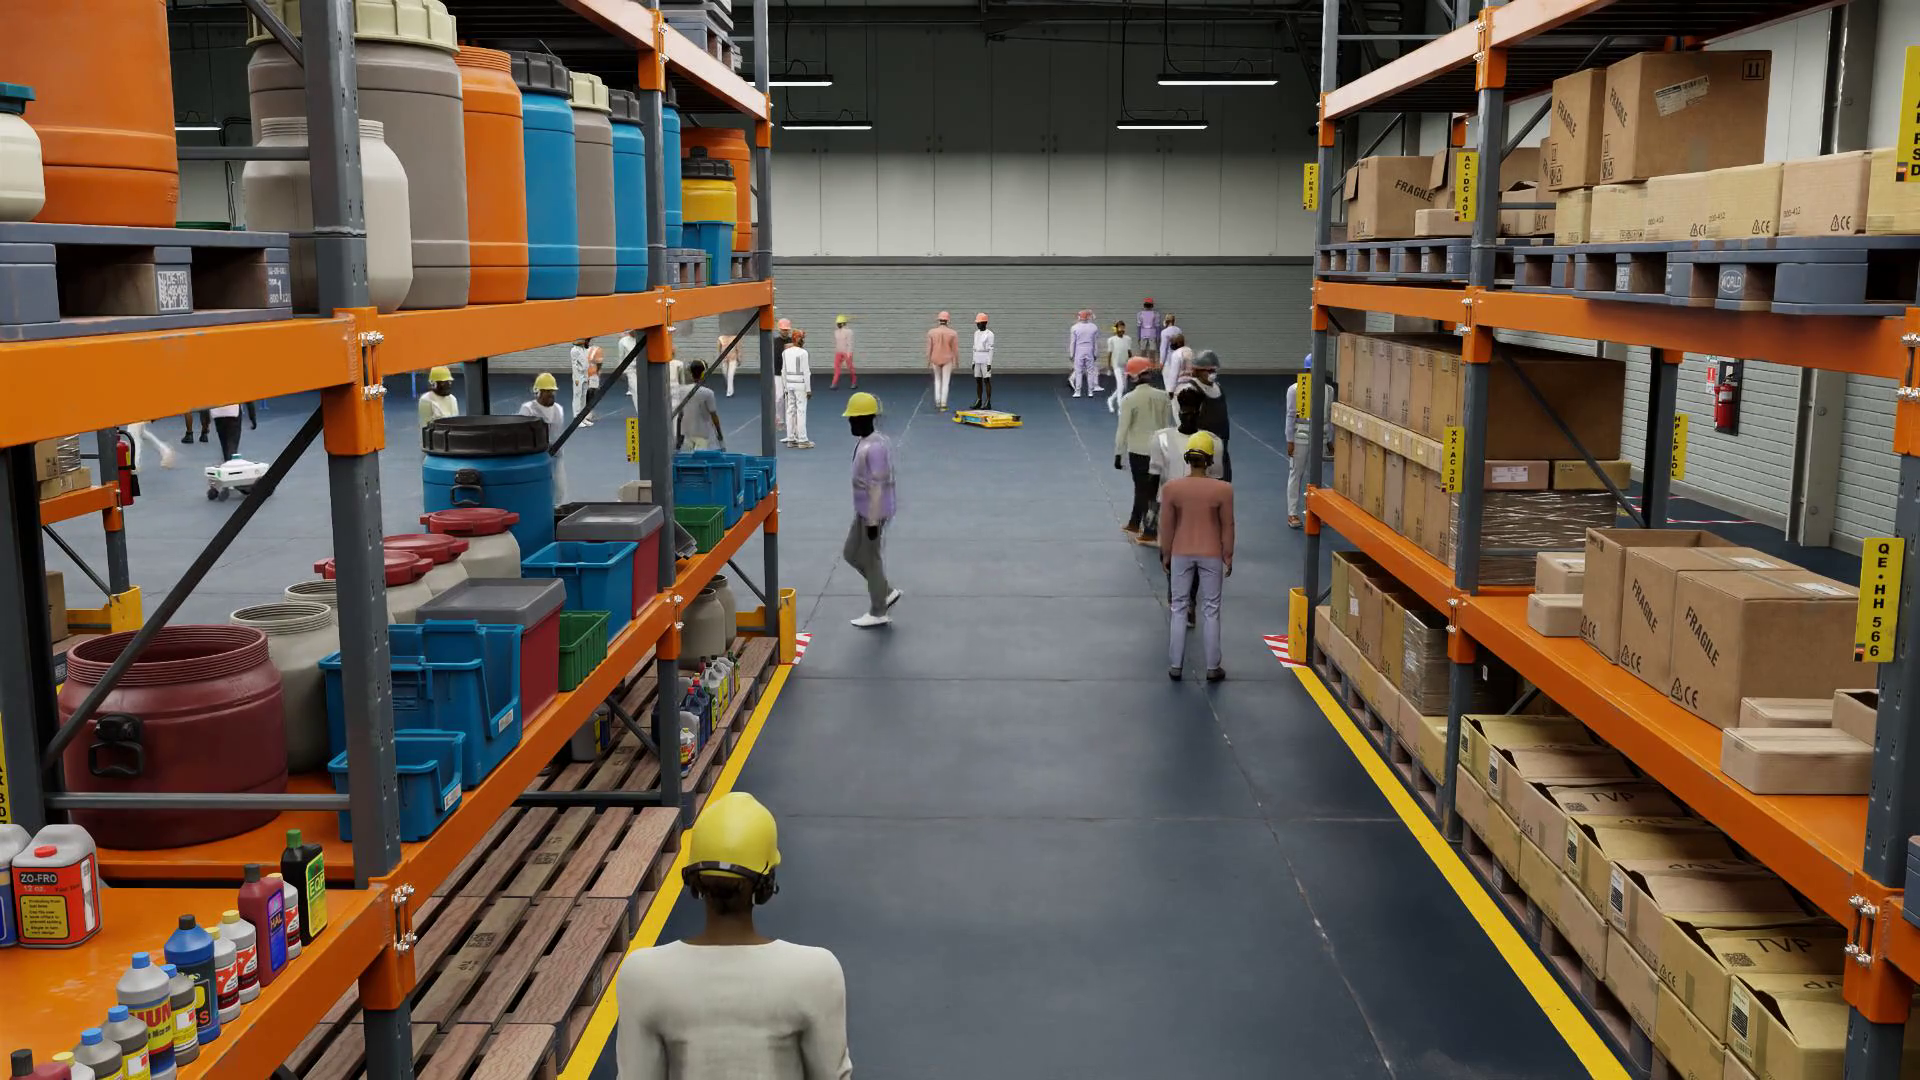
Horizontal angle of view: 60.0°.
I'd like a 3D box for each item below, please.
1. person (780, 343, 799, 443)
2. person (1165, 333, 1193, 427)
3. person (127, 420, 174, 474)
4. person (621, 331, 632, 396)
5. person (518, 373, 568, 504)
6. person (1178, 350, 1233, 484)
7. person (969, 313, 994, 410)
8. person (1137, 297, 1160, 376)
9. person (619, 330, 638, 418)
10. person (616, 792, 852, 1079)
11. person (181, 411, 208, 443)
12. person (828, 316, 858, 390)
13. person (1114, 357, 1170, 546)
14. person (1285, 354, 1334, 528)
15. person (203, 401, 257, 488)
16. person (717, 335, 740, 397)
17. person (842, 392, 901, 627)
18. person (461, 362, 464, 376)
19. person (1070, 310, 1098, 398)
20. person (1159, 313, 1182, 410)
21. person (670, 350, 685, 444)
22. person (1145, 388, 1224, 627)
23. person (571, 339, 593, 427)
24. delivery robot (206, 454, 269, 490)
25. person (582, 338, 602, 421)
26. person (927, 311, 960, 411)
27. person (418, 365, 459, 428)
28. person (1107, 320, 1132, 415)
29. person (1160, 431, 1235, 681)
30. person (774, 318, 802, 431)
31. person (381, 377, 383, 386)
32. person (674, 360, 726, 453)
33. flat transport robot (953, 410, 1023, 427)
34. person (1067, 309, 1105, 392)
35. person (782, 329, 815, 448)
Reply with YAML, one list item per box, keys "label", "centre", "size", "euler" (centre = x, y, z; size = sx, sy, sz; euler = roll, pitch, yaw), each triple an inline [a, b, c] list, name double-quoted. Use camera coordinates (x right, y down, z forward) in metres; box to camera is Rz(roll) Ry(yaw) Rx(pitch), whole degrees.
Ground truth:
- label: "person"
  centre: [-2.755, -2.398, 27.217]
  size: [0.307, 1.637, 0.525]
  euler: [-5, 11, -28]
- label: "person"
  centre: [3.607, -2.488, 27.285]
  size: [0.432, 1.812, 0.763]
  euler: [5, 11, 30]
- label: "person"
  centre: [-11.550, -1.861, 23.485]
  size: [0.625, 1.814, 0.827]
  euler: [8, 12, 39]
- label: "person"
  centre: [-7.261, -4.185, 37.132]
  size: [0.637, 1.904, 0.403]
  euler: [-4, 10, -23]
- label: "person"
  centre: [-4.461, -0.884, 17.695]
  size: [0.898, 1.798, 0.587]
  euler: [8, 13, 41]
- label: "person"
  centre: [2.684, -1.045, 18.034]
  size: [0.700, 2.000, 0.629]
  euler: [-8, 13, -41]
- label: "person"
  centre: [0.441, -3.602, 33.529]
  size: [0.354, 1.939, 0.545]
  euler: [-9, 13, -43]
- label: "person"
  centre: [4.935, -5.328, 43.541]
  size: [0.608, 2.048, 0.365]
  euler: [3, 10, 15]
- label: "person"
  centre: [-5.975, -3.140, 30.835]
  size: [0.639, 1.913, 0.455]
  euler: [-2, 10, -15]
- label: "person"
  centre: [-0.511, 1.443, 3.826]
  size: [0.535, 1.767, 0.316]
  euler: [0, 9, -3]
- label: "person"
  centre: [-12.669, -2.575, 27.377]
  size: [0.355, 1.939, 0.543]
  euler: [9, 13, 42]
- label: "person"
  centre: [-2.704, -4.376, 38.835]
  size: [0.541, 1.719, 0.922]
  euler: [6, 11, 32]
- label: "person"
  centre: [1.849, -0.955, 17.615]
  size: [0.642, 1.952, 0.894]
  euler: [-7, 12, -36]
- label: "person"
  centre: [3.918, -1.119, 18.618]
  size: [0.602, 1.949, 0.389]
  euler: [-3, 10, -20]
- label: "person"
  centre: [-9.639, -1.630, 21.950]
  size: [0.614, 1.864, 1.024]
  euler: [-2, 10, -10]
- label: "person"
  centre: [-5.114, -3.995, 36.856]
  size: [0.526, 1.610, 0.750]
  euler: [1, 10, 8]
- label: "person"
  centre: [-0.758, -0.244, 13.484]
  size: [0.413, 1.910, 0.609]
  euler: [-2, 10, -10]
- label: "person"
  centre: [-12.901, -5.226, 43.524]
  size: [0.563, 1.848, 0.390]
  euler: [-3, 10, -19]
- label: "person"
  centre: [2.707, -4.074, 36.469]
  size: [0.638, 1.903, 0.408]
  euler: [-2, 10, -12]
- label: "person"
  centre: [4.272, -3.616, 33.667]
  size: [0.393, 1.930, 0.625]
  euler: [8, 12, 38]
- label: "person"
  centre: [-4.775, -2.394, 27.308]
  size: [0.546, 1.592, 0.842]
  euler: [-4, 10, -21]
- label: "person"
  centre: [1.849, -0.293, 13.672]
  size: [0.630, 1.946, 0.622]
  euler: [2, 10, 13]
- label: "person"
  centre: [-6.840, -2.928, 30.072]
  size: [0.295, 1.744, 0.490]
  euler: [2, 10, 13]
- label: "delivery robot"
  centre: [-9.103, -0.840, 20.963]
  size: [0.477, 0.478, 0.707]
  euler: [7, 12, 38]
- label: "person"
  centre: [-6.953, -3.044, 31.054]
  size: [0.549, 1.641, 0.743]
  euler: [1, 10, 8]
- label: "person"
  centre: [-0.311, -3.579, 33.264]
  size: [0.660, 1.971, 0.713]
  euler: [2, 10, 11]
- label: "person"
  centre: [-5.780, -1.049, 18.589]
  size: [0.429, 1.817, 0.598]
  euler: [4, 10, 23]
- label: "person"
  centre: [3.104, -3.370, 32.433]
  size: [0.524, 1.845, 0.771]
  euler: [-5, 11, -29]
- label: "person"
  centre: [1.678, 0.116, 11.773]
  size: [0.525, 1.769, 0.316]
  euler: [2, 10, 15]
- label: "person"
  centre: [-3.041, -2.893, 29.179]
  size: [0.637, 1.969, 0.692]
  euler: [-3, 10, -16]
- label: "person"
  centre: [-10.351, -2.734, 28.783]
  size: [0.657, 1.790, 0.965]
  euler: [5, 10, 25]
- label: "person"
  centre: [-2.998, -1.194, 19.454]
  size: [0.559, 1.814, 0.982]
  euler: [6, 11, 33]
- label: "flat transport robot"
  centre: [0.497, -2.232, 30.433]
  size: [0.652, 0.197, 1.431]
  euler: [-5, 11, -29]
- label: "person"
  centre: [2.902, -4.348, 38.175]
  size: [0.822, 1.883, 0.650]
  euler: [-4, 10, -23]
- label: "person"
  centre: [-2.596, -2.425, 26.634]
  size: [0.573, 1.887, 0.355]
  euler: [8, 12, 40]
